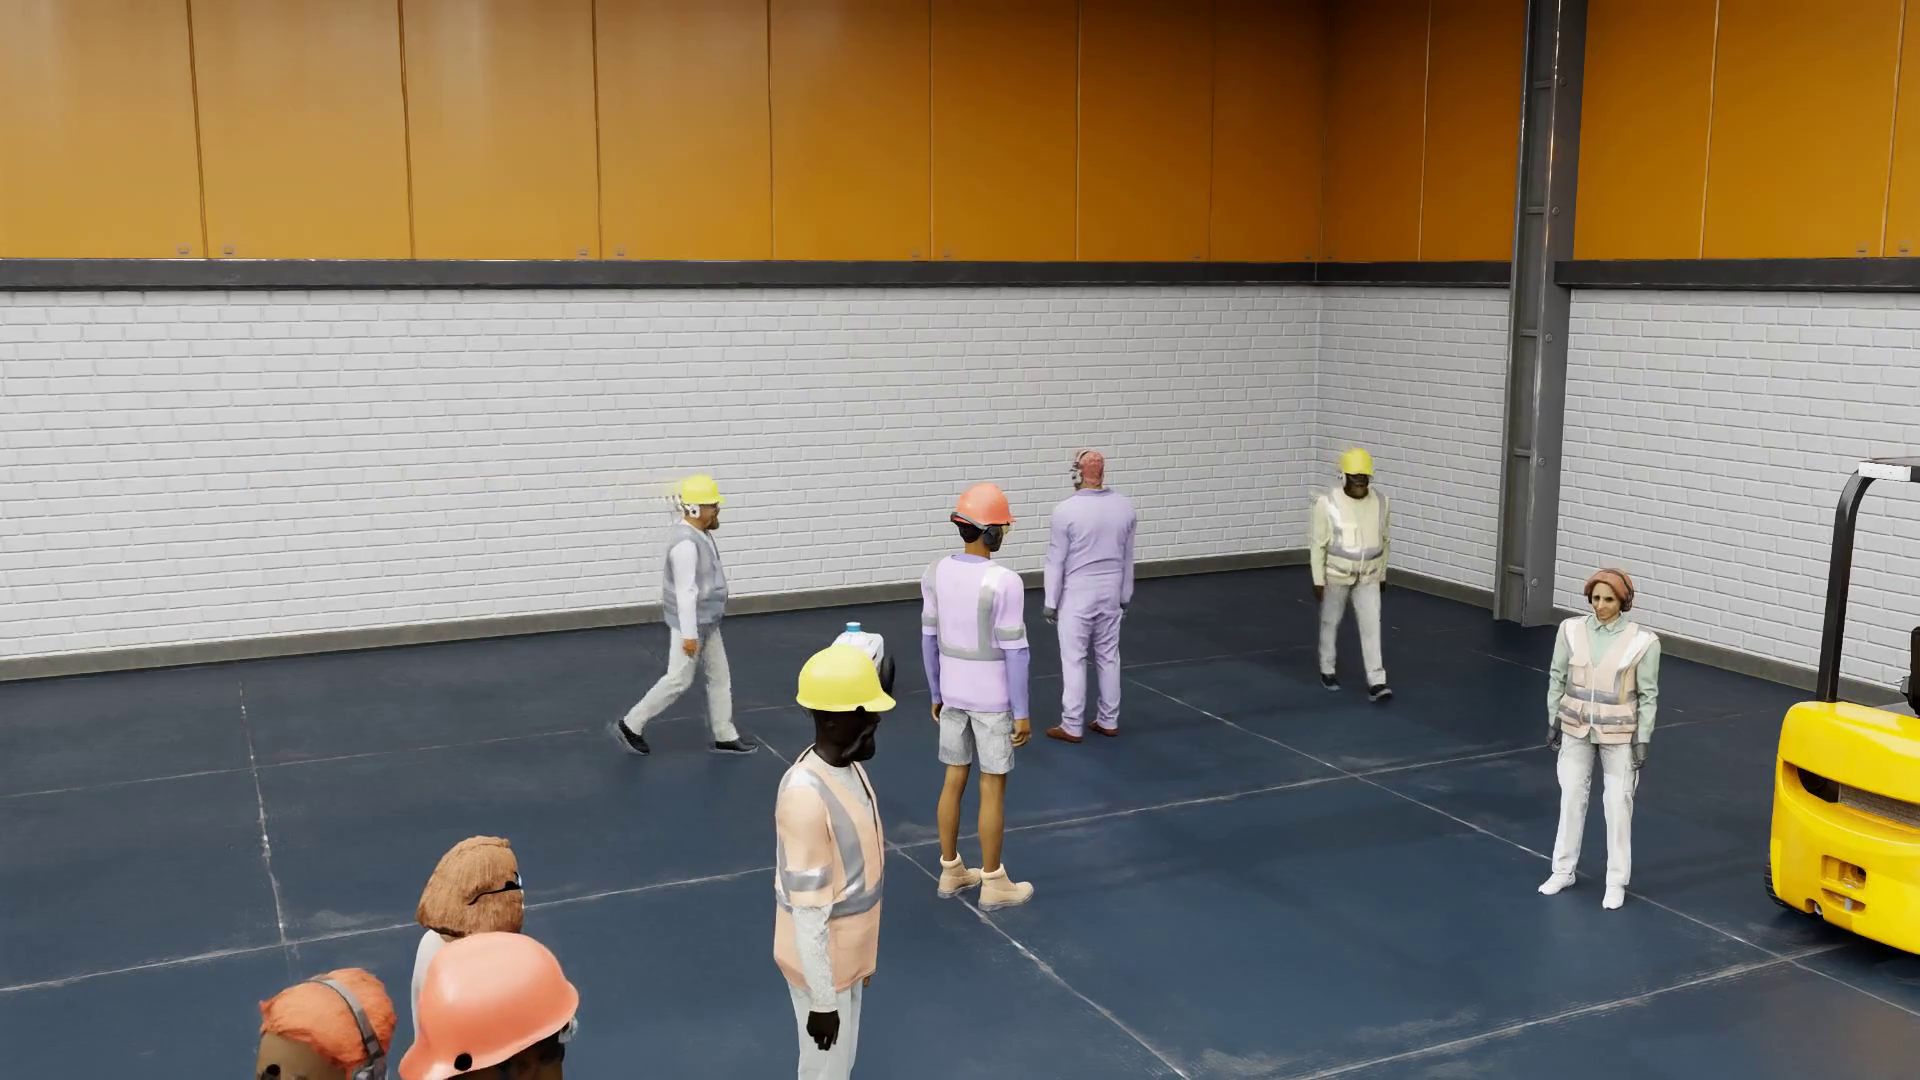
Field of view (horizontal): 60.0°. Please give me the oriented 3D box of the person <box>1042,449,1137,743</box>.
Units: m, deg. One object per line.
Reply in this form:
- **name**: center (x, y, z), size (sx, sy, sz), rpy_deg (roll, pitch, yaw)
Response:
- **person**: center (0.822, 0.362, 10.776), size (0.651, 1.900, 0.398), rpy_deg (-5, 10, -29)

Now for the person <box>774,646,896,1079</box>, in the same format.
- **person**: center (-0.373, 1.265, 5.071), size (0.369, 1.928, 0.585), rpy_deg (1, 9, 5)

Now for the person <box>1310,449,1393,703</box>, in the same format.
- **person**: center (2.793, 0.249, 11.805), size (0.624, 1.783, 0.909), rpy_deg (-1, 9, -7)

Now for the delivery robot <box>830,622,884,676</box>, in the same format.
- **delivery robot**: center (-0.749, 0.825, 11.730), size (0.477, 0.478, 0.707), rpy_deg (0, 8, 6)

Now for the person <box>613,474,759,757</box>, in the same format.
- **person**: center (-1.734, 0.482, 10.343), size (0.841, 1.804, 0.604), rpy_deg (0, 9, 2)

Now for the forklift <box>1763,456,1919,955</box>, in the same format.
- **forklift**: center (4.857, 0.731, 7.561), size (2.313, 2.155, 1.214), rpy_deg (-4, 10, -25)

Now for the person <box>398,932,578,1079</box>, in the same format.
- **person**: center (-0.754, 1.607, 2.952), size (0.380, 1.924, 0.552), rpy_deg (-8, 12, -41)

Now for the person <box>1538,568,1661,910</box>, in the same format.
- **person**: center (3.069, 0.940, 7.987), size (0.511, 1.638, 0.307), rpy_deg (8, 12, 40)

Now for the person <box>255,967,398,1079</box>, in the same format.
- **person**: center (-1.050, 1.643, 2.866), size (0.576, 1.883, 0.355), rpy_deg (5, 10, 28)

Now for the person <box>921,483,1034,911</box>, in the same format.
- **person**: center (0.101, 0.742, 7.957), size (0.615, 2.043, 0.373), rpy_deg (8, 12, 41)

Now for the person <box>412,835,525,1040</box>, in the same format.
- **person**: center (-1.211, 1.545, 4.240), size (0.265, 1.632, 0.509), rpy_deg (-8, 12, -41)
